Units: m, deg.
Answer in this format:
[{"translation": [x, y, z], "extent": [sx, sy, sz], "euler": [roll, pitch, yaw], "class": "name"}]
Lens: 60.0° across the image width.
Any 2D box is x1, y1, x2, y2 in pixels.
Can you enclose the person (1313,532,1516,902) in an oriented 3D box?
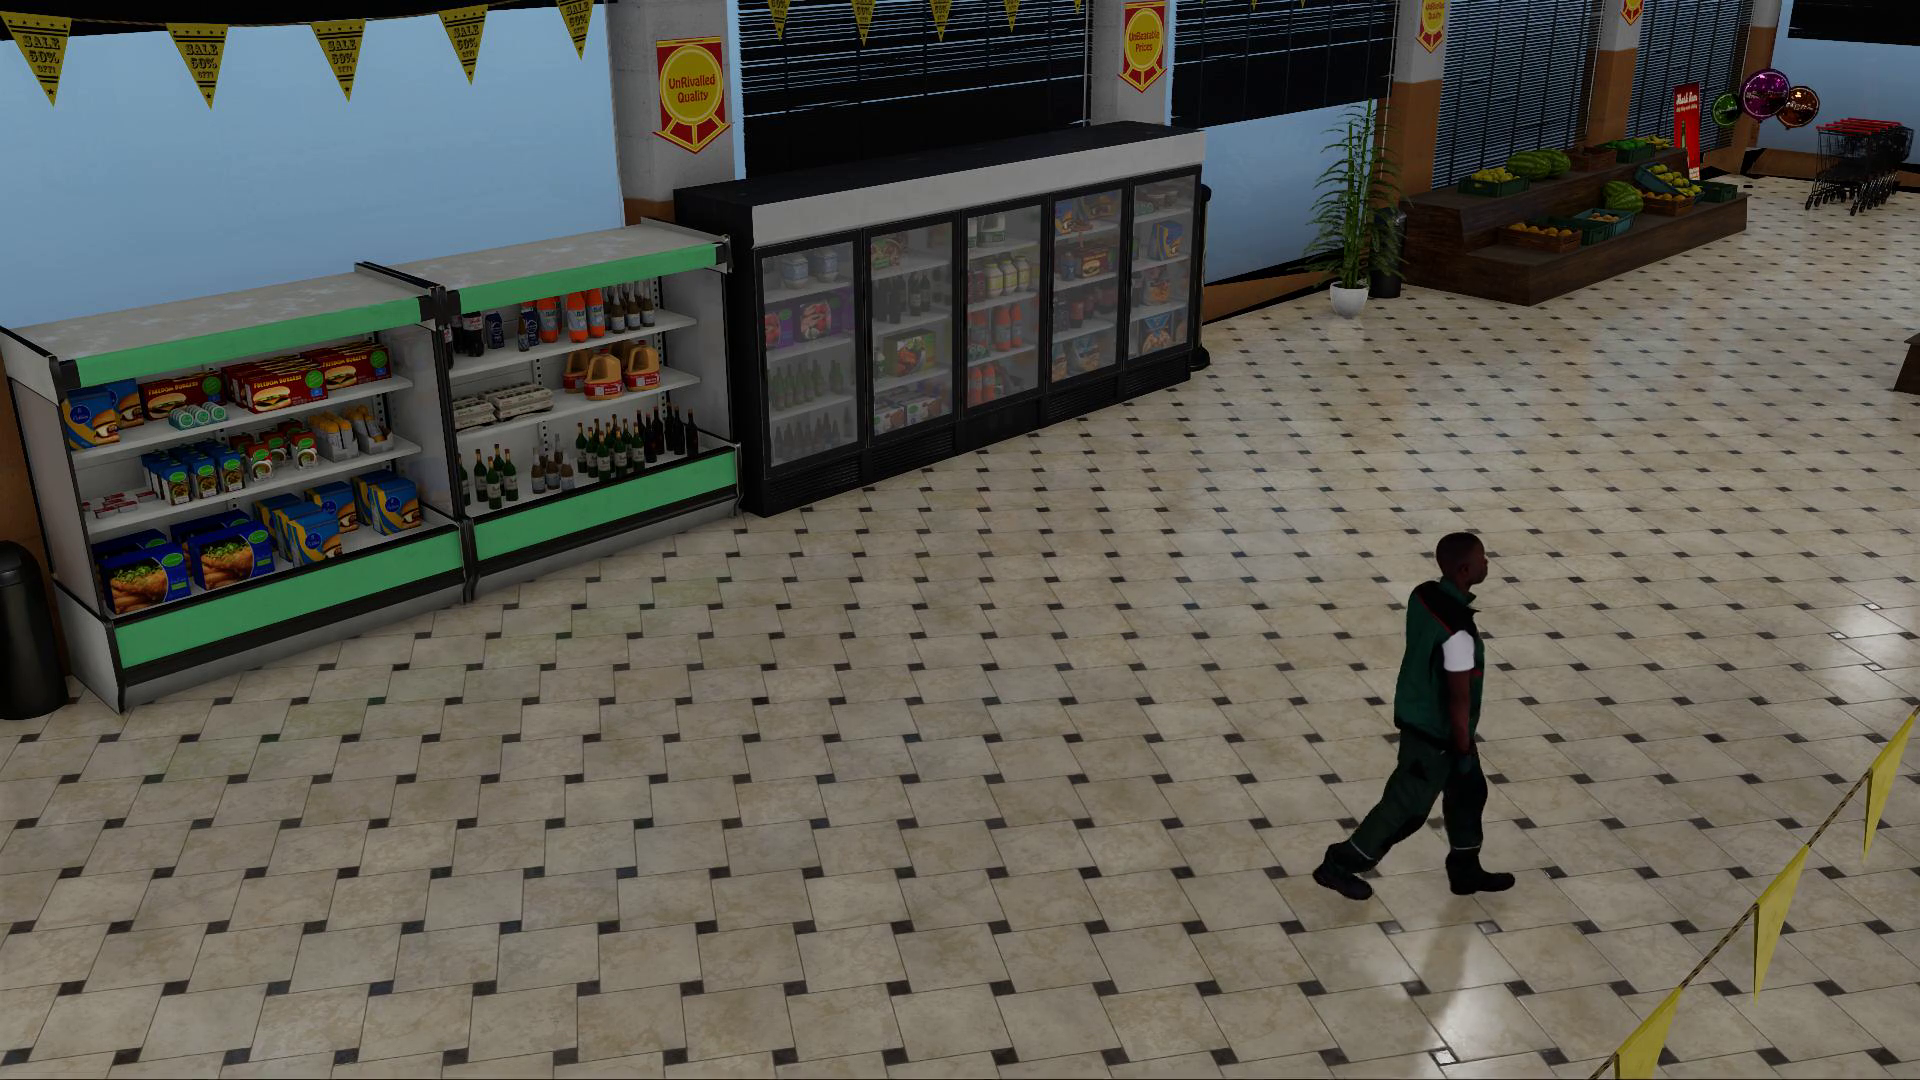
[{"translation": [2.020, 0.843, 7.359], "extent": [1.260, 1.801, 1.189], "euler": [0, 22, -1], "class": "person"}]
